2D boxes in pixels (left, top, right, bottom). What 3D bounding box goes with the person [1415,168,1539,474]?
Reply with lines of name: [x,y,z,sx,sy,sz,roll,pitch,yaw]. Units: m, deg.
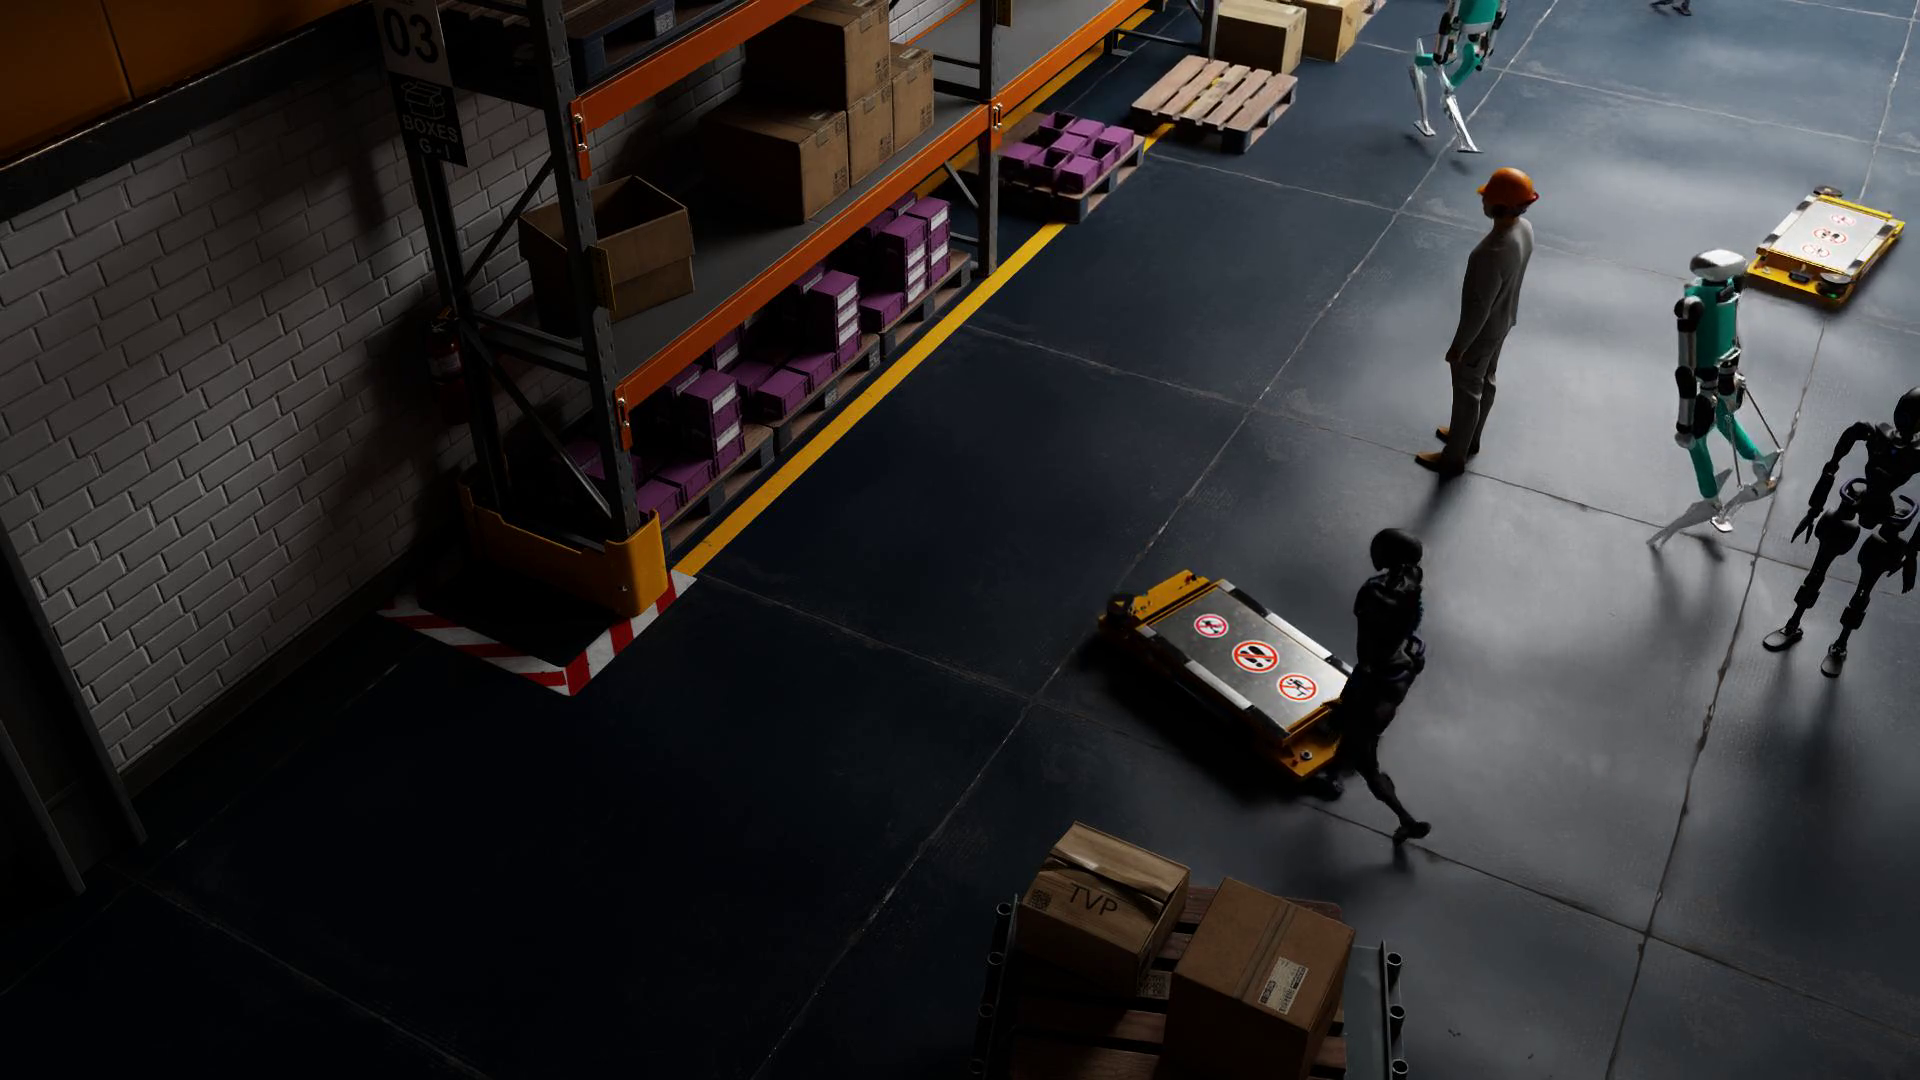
person: [2.972,-1.239,9.469,0.353,1.896,0.561,24,45,27]

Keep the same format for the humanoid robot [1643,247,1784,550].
humanoid robot: [4.107,-0.626,8.860,0.553,1.762,0.886,-30,47,-32]

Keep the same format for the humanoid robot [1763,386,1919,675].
humanoid robot: [4.435,-0.046,8.139,0.315,1.657,0.599,-31,48,-33]

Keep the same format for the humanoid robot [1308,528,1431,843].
humanoid robot: [1.883,0.632,7.348,0.718,1.663,0.584,24,45,27]

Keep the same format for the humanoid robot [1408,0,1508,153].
humanoid robot: [3.819,-3.836,12.830,0.545,1.731,0.974,-12,40,-14]

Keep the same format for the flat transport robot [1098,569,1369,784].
flat transport robot: [1.421,0.630,8.432,0.659,0.231,1.431,-26,46,-29]

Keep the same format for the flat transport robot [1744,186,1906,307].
flat transport robot: [6.183,-2.104,11.850,0.659,0.231,1.431,28,46,30]

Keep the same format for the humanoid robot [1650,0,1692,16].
humanoid robot: [6.716,-5.640,15.141,0.608,1.646,0.370,-6,39,-7]
